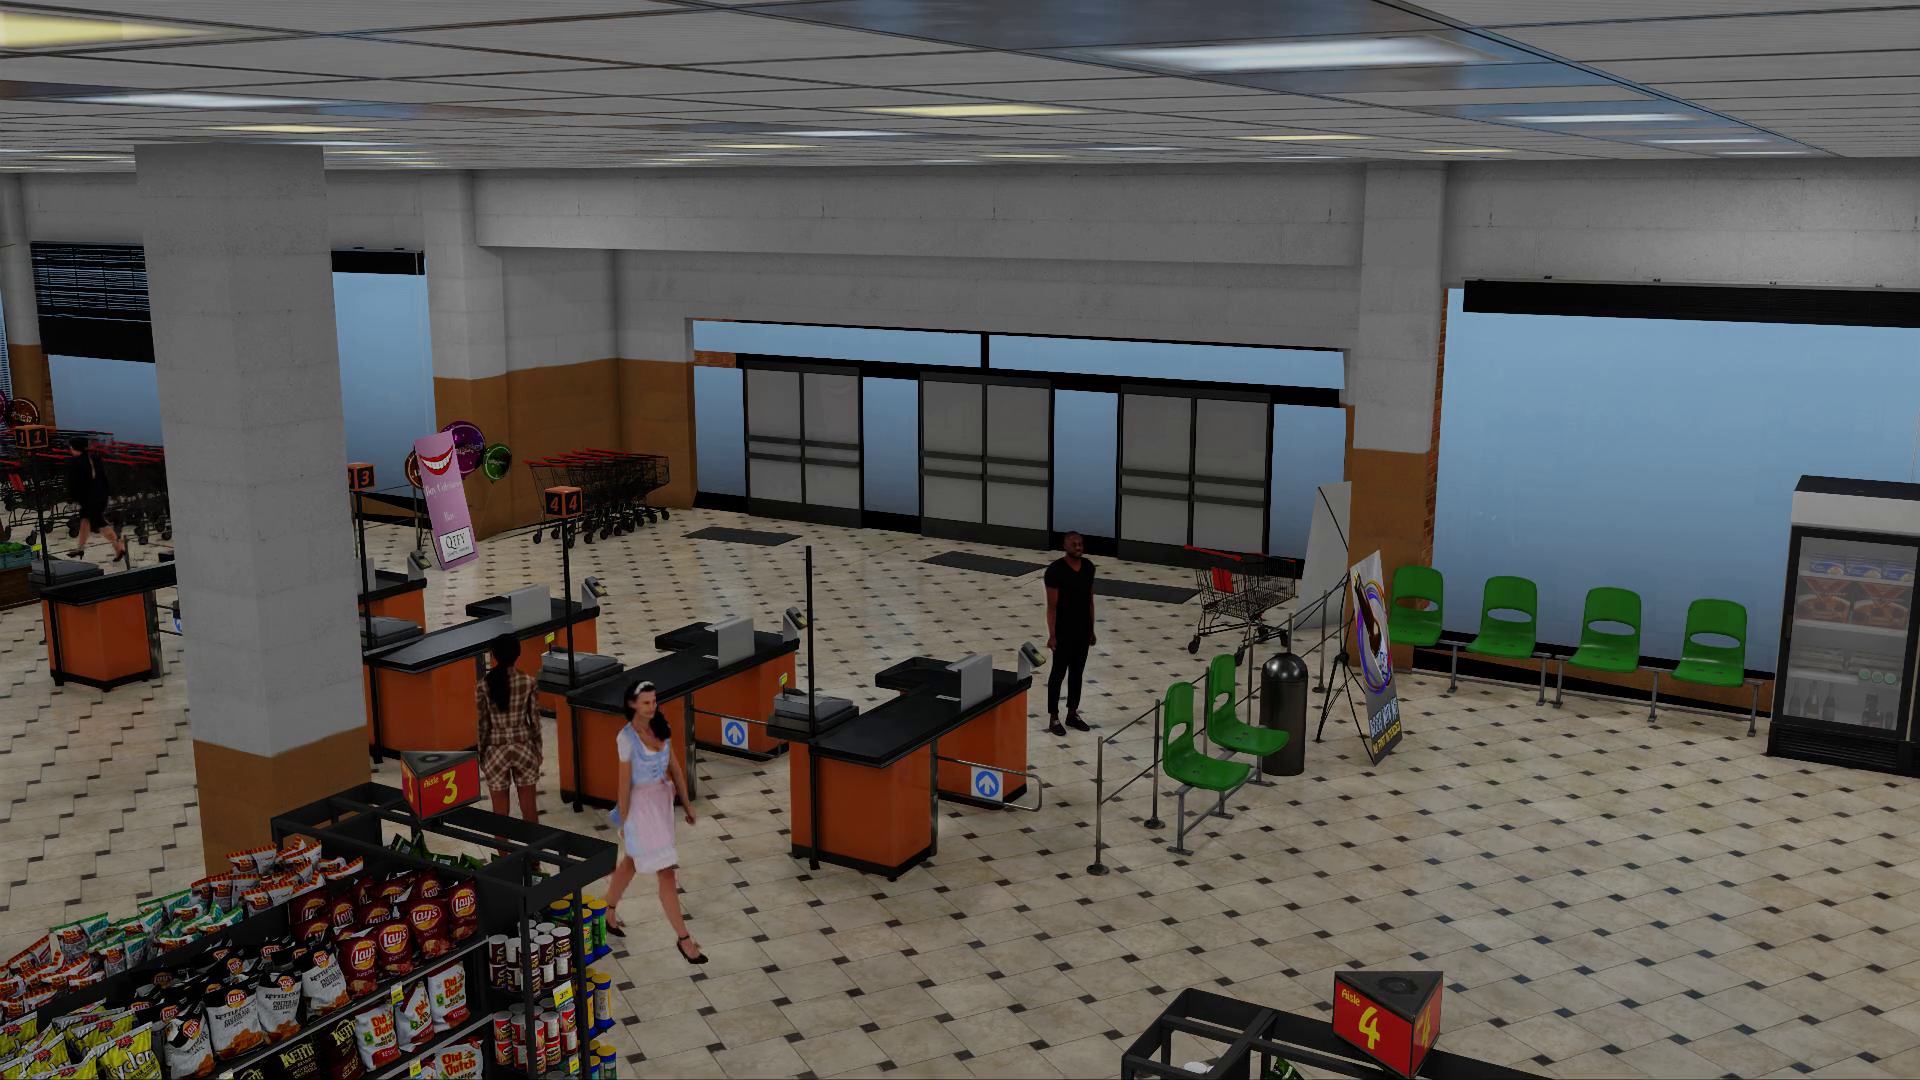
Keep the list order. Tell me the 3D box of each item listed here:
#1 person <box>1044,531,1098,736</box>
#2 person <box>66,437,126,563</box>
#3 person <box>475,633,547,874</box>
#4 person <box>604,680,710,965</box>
[{"bbox_3d":[0.978,0.804,14.720,0.670,1.819,0.802,-7,14,-30],"label":"person"},{"bbox_3d":[-10.997,-0.460,21.211,1.043,1.617,1.193,2,12,11],"label":"person"},{"bbox_3d":[-3.089,1.511,11.419,0.674,1.794,0.731,-4,12,-17],"label":"person"},{"bbox_3d":[-2.017,1.743,10.387,0.686,1.766,1.088,7,14,31],"label":"person"}]
